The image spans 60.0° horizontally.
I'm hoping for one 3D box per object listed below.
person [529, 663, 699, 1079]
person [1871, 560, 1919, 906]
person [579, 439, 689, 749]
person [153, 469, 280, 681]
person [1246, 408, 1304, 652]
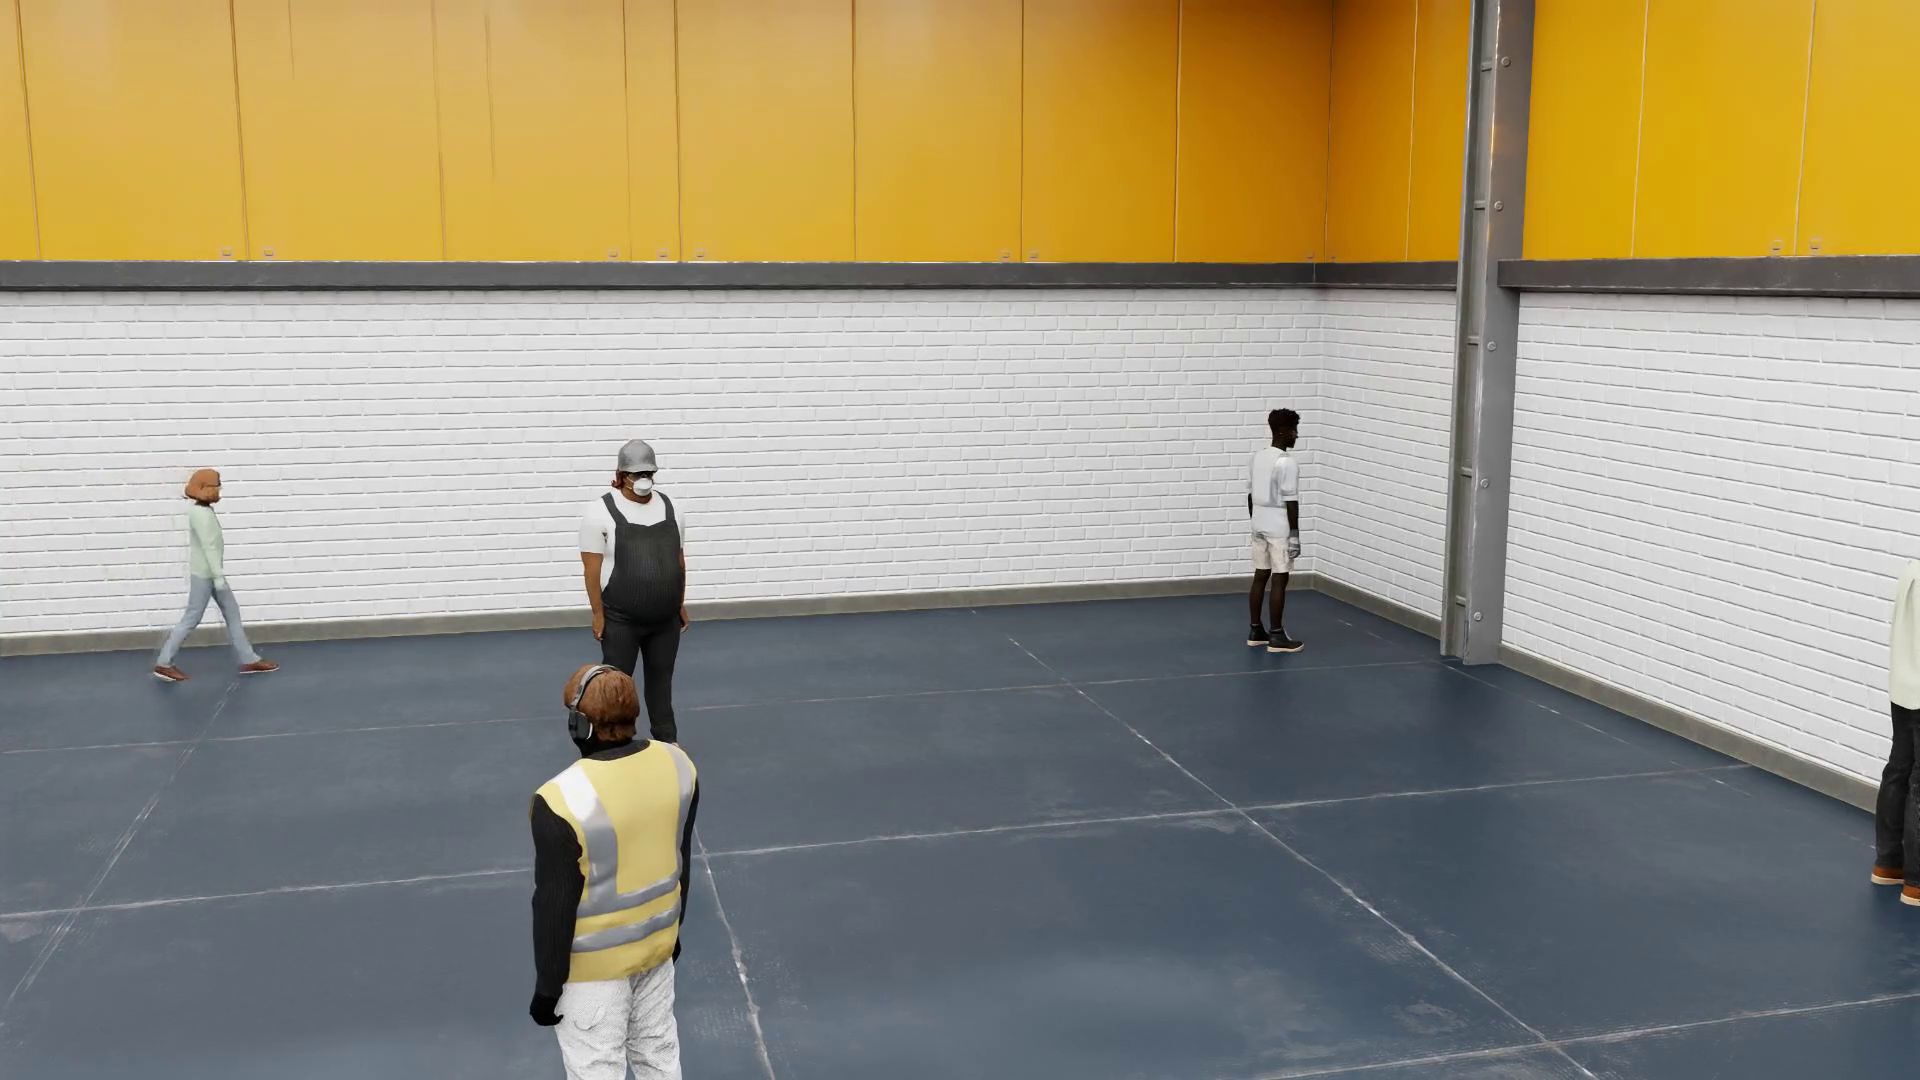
[{"bbox_3d":[-1.099,1.289,5.199,0.429,1.844,0.627,6,11,33],"label":"person"},{"bbox_3d":[4.706,0.763,8.029,0.401,1.986,0.612,1,9,6],"label":"person"},{"bbox_3d":[-1.929,0.396,10.146,0.682,2.000,0.538,-7,11,-37],"label":"person"},{"bbox_3d":[-5.629,0.259,12.415,0.864,1.589,0.518,-3,10,-20],"label":"person"},{"bbox_3d":[2.544,-0.087,13.398,0.364,1.961,0.612,-4,10,-24],"label":"person"}]
